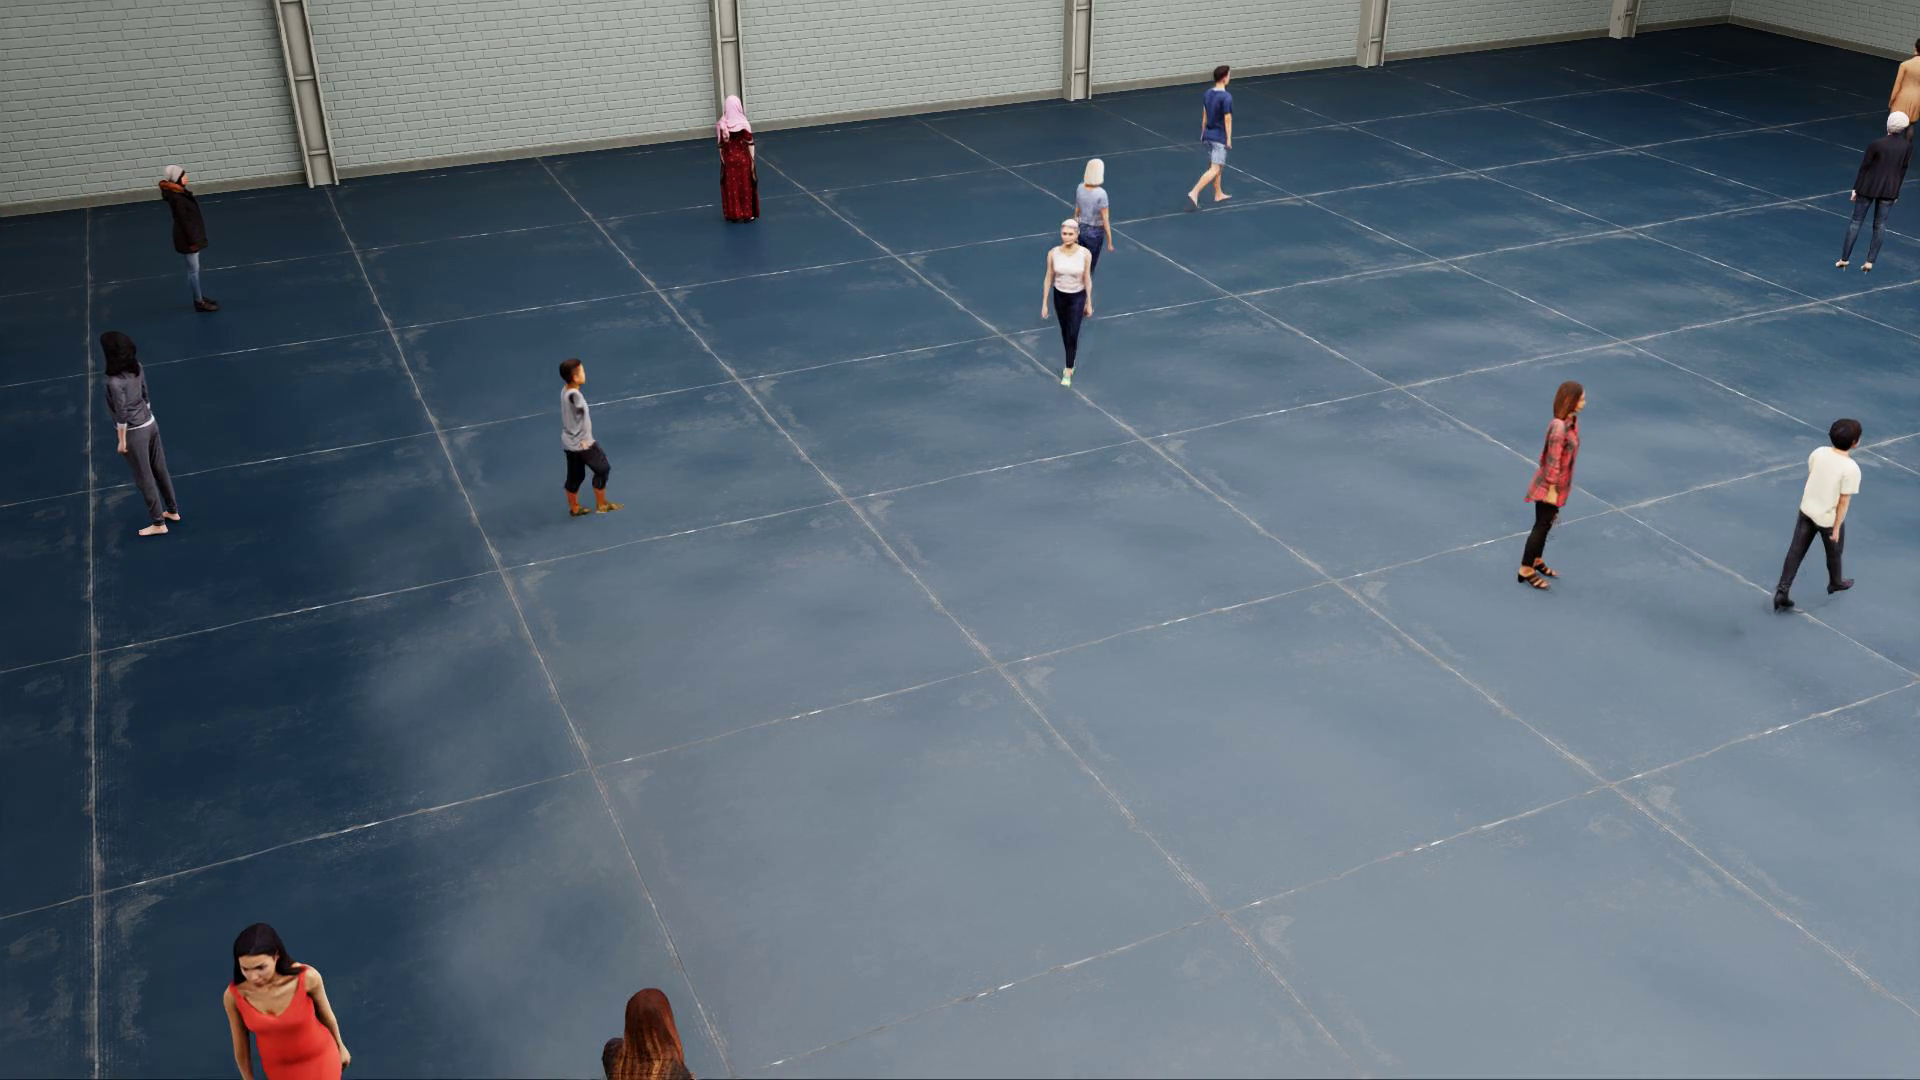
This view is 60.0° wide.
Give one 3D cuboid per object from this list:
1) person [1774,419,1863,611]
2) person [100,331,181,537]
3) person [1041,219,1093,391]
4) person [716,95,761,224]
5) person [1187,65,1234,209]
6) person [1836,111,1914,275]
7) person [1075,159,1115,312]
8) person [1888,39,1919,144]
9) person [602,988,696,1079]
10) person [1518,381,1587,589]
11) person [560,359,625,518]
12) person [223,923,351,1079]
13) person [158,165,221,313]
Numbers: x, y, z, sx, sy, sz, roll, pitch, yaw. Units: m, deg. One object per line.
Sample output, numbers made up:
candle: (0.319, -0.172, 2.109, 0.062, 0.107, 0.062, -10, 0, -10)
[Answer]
person: (6.442, -0.151, 12.538, 0.945, 1.554, 0.595, -13, 31, -23)
person: (-6.768, -0.891, 13.704, 0.676, 1.765, 0.668, 3, 28, 5)
person: (1.104, -2.401, 16.647, 1.116, 1.664, 1.125, 7, 29, 13)
person: (-2.862, -4.890, 21.349, 0.734, 1.637, 0.826, 5, 28, 9)
person: (3.307, -5.272, 21.873, 1.158, 1.819, 0.763, -18, 33, -30)
person: (9.837, -3.758, 17.909, 0.814, 1.783, 0.794, 7, 29, 13)
person: (1.372, -3.329, 18.340, 0.666, 1.710, 0.680, -25, 37, -38)
person: (13.696, -6.363, 24.019, 0.749, 1.727, 0.828, 6, 29, 11)
person: (-1.365, 2.679, 7.103, 1.102, 1.668, 1.176, 11, 30, 19)
person: (4.596, -0.443, 12.931, 0.758, 1.700, 0.663, 15, 31, 26)
person: (-3.278, -0.874, 14.013, 0.735, 1.445, 0.658, -18, 33, -30)
person: (-3.035, 2.372, 7.677, 0.974, 1.670, 0.789, -6, 29, -12)
person: (-8.583, -3.364, 18.489, 0.602, 1.633, 0.630, -10, 30, -19)
